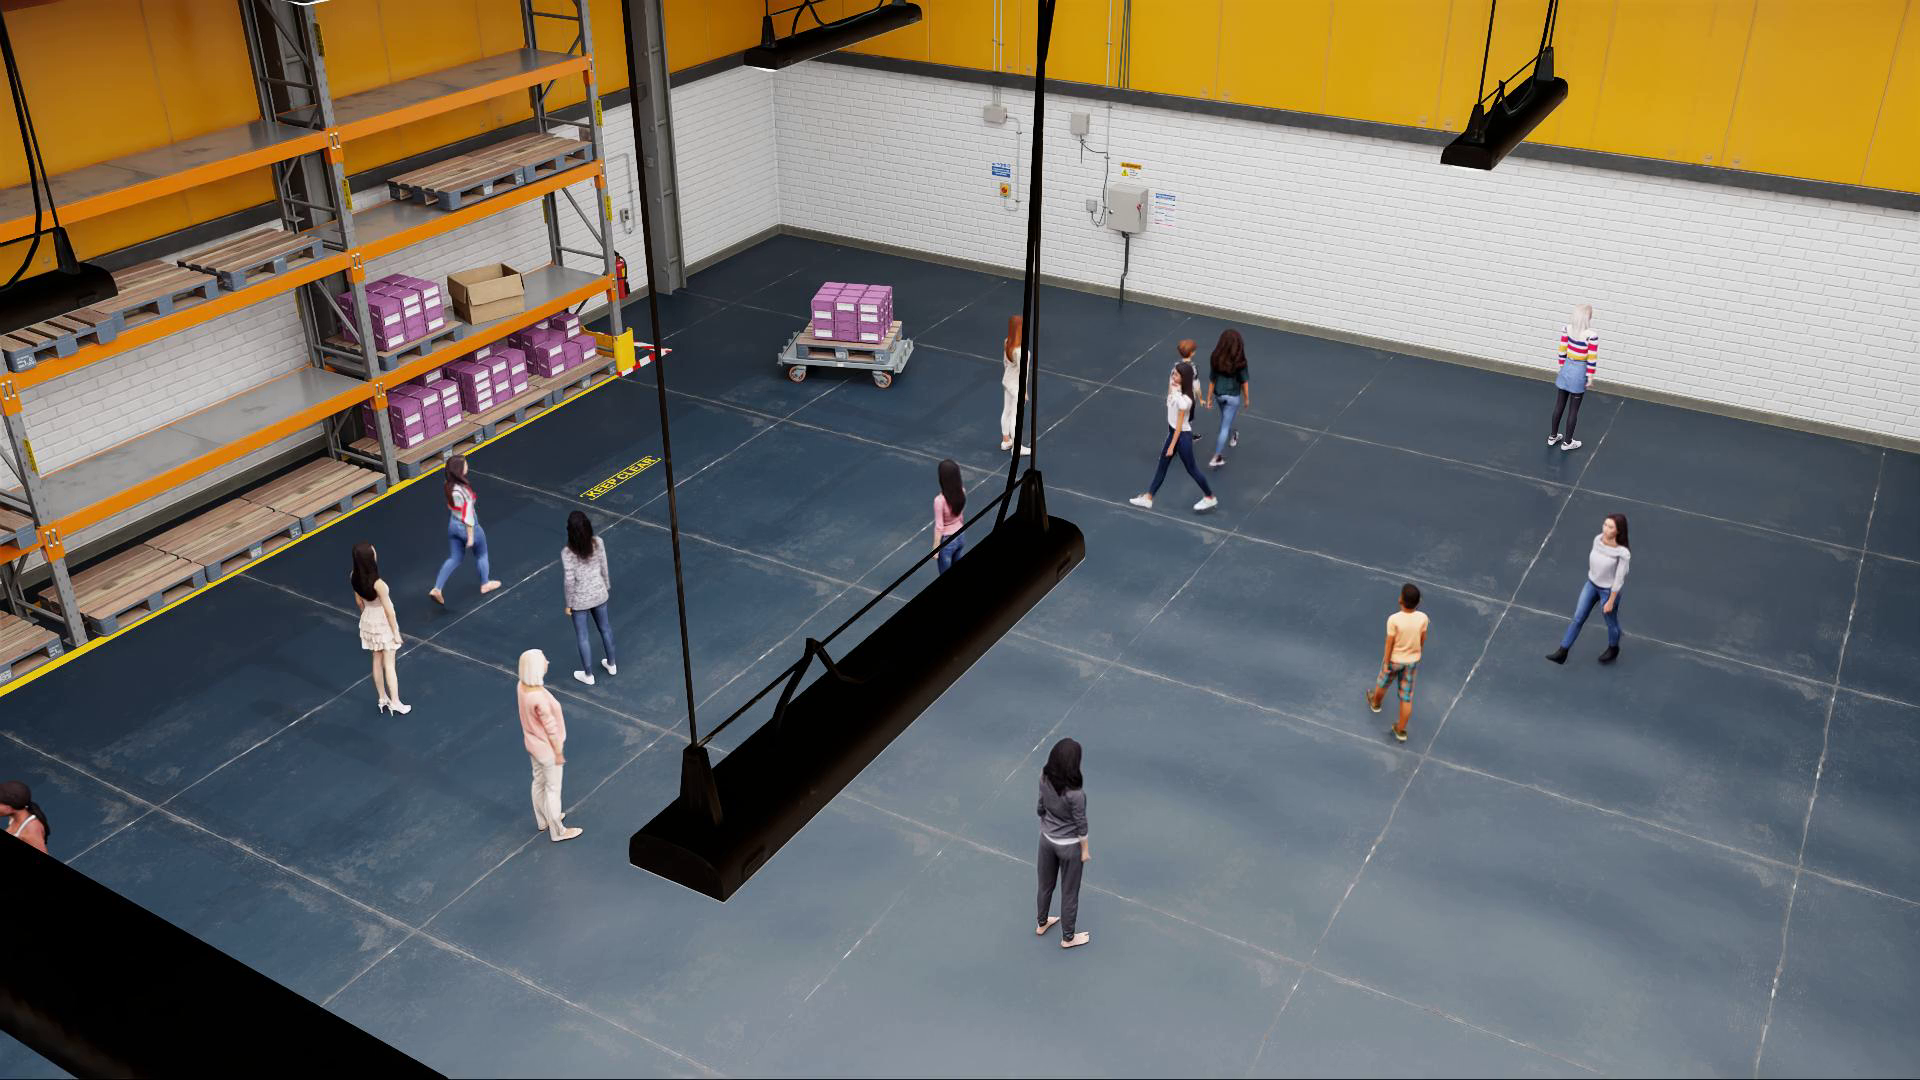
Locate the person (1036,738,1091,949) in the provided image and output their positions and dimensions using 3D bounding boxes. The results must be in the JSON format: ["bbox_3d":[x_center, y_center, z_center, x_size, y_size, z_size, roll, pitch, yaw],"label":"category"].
[{"bbox_3d":[0.736,2.196,12.083,0.635,1.764,0.580,23,36,36],"label":"person"}]

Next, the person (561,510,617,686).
[{"bbox_3d":[-3.409,0.510,15.209,0.562,1.732,0.734,-24,37,-37],"label":"person"}]

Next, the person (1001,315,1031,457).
[{"bbox_3d":[0.634,-1.818,19.495,0.734,1.713,0.698,-12,31,-20],"label":"person"}]

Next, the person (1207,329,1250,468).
[{"bbox_3d":[3.064,-1.607,19.265,0.602,1.564,1.091,17,33,28],"label":"person"}]

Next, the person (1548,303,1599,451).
[{"bbox_3d":[7.243,-1.950,19.639,0.688,1.808,0.725,-18,33,-29],"label":"person"}]

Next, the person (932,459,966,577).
[{"bbox_3d":[-0.105,0.014,16.108,0.668,1.742,0.475,21,35,33],"label":"person"}]

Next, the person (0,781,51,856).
[{"bbox_3d":[-6.432,2.404,11.713,0.610,1.754,0.624,-22,36,-35],"label":"person"}]

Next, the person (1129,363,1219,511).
[{"bbox_3d":[2.506,-1.071,18.115,1.131,1.724,1.217,-2,29,-3],"label":"person"}]

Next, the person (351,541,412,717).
[{"bbox_3d":[-5.144,0.786,14.698,0.569,1.736,0.517,17,33,28],"label":"person"}]

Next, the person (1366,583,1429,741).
[{"bbox_3d":[3.872,1.085,14.462,0.802,1.438,0.963,0,29,0],"label":"person"}]

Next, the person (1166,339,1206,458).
[{"bbox_3d":[2.577,-1.637,19.481,1.017,1.410,0.761,-20,35,-33],"label":"person"}]

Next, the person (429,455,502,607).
[{"bbox_3d":[-4.967,-0.070,16.428,0.685,1.581,1.053,21,35,33],"label":"person"}]

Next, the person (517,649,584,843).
[{"bbox_3d":[-3.309,1.614,13.193,0.635,1.724,0.667,-22,36,-35],"label":"person"}]

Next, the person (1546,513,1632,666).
[{"bbox_3d":[6.035,0.474,15.428,1.109,1.585,0.981,-11,31,-20],"label":"person"}]
